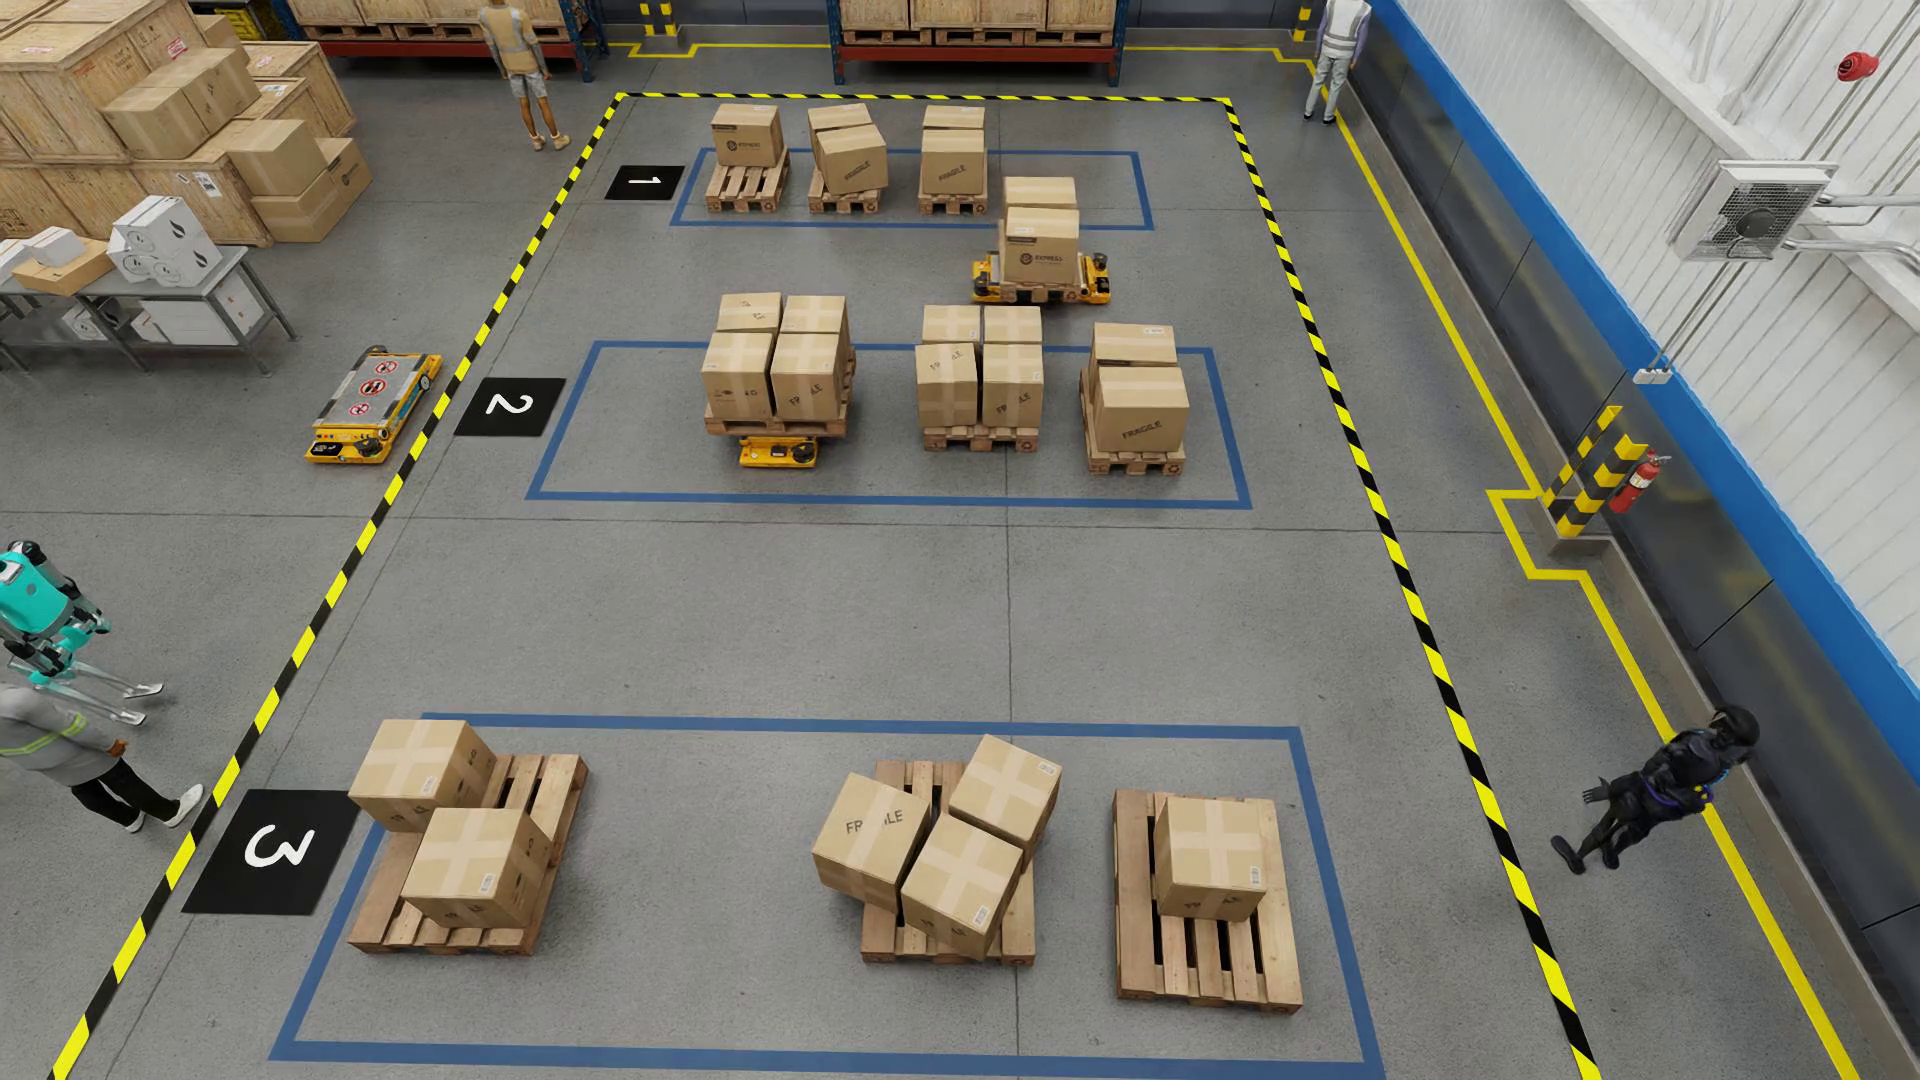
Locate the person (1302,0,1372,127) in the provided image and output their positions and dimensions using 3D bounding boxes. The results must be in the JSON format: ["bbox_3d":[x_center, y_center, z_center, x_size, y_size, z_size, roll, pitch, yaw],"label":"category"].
[{"bbox_3d":[4.785,-6.195,11.584,0.599,1.830,0.404,28,55,22],"label":"person"}]

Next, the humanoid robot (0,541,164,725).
[{"bbox_3d":[-5.855,0.605,5.805,0.735,1.677,0.533,0,50,0],"label":"humanoid robot"}]

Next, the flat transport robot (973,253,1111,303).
[{"bbox_3d":[0.860,-2.791,9.710,1.431,0.197,0.652,1,50,1],"label":"flat transport robot"}]

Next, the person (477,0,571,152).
[{"bbox_3d":[-5.278,-5.733,11.058,0.613,2.041,0.376,0,50,0],"label":"person"}]

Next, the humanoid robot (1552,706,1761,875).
[{"bbox_3d":[3.954,1.441,5.215,0.599,1.657,0.315,-2,50,-2],"label":"humanoid robot"}]

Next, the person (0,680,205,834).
[{"bbox_3d":[-5.241,1.175,5.336,0.596,1.849,0.386,-4,50,-3],"label":"person"}]

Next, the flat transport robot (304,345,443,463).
[{"bbox_3d":[-5.383,-1.269,8.441,0.659,0.231,1.431,1,50,1],"label":"flat transport robot"}]

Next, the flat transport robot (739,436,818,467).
[{"bbox_3d":[-1.582,-1.235,8.394,0.652,0.197,1.431,1,50,1],"label":"flat transport robot"}]
